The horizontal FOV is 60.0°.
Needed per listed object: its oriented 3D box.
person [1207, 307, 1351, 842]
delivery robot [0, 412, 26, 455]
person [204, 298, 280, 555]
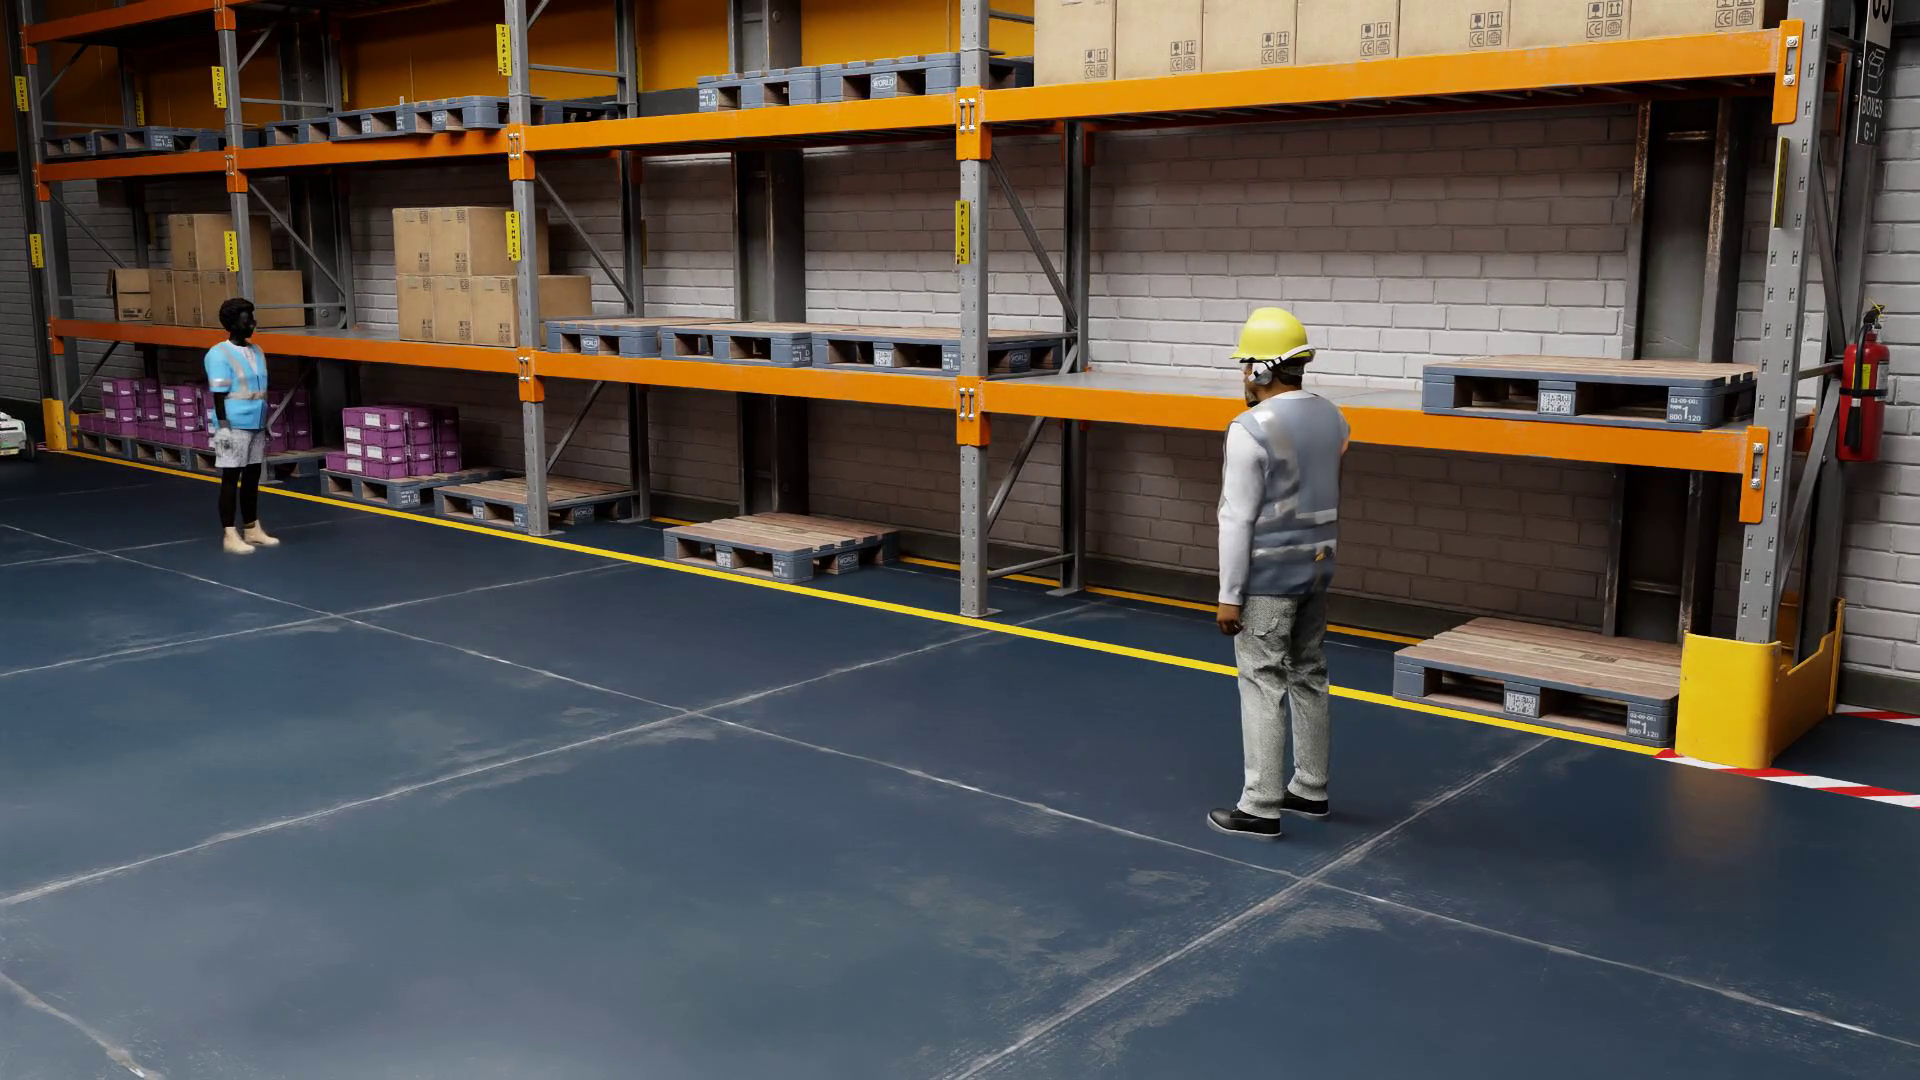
[{"bbox_3d":[1.088,0.118,5.744,0.591,1.823,0.405,-9,14,-43],"label":"person"},{"bbox_3d":[-9.098,-1.040,15.661,0.707,0.478,0.477,9,13,41],"label":"delivery robot"},{"bbox_3d":[-4.783,-0.760,11.087,0.317,1.695,0.540,2,10,11],"label":"person"}]
